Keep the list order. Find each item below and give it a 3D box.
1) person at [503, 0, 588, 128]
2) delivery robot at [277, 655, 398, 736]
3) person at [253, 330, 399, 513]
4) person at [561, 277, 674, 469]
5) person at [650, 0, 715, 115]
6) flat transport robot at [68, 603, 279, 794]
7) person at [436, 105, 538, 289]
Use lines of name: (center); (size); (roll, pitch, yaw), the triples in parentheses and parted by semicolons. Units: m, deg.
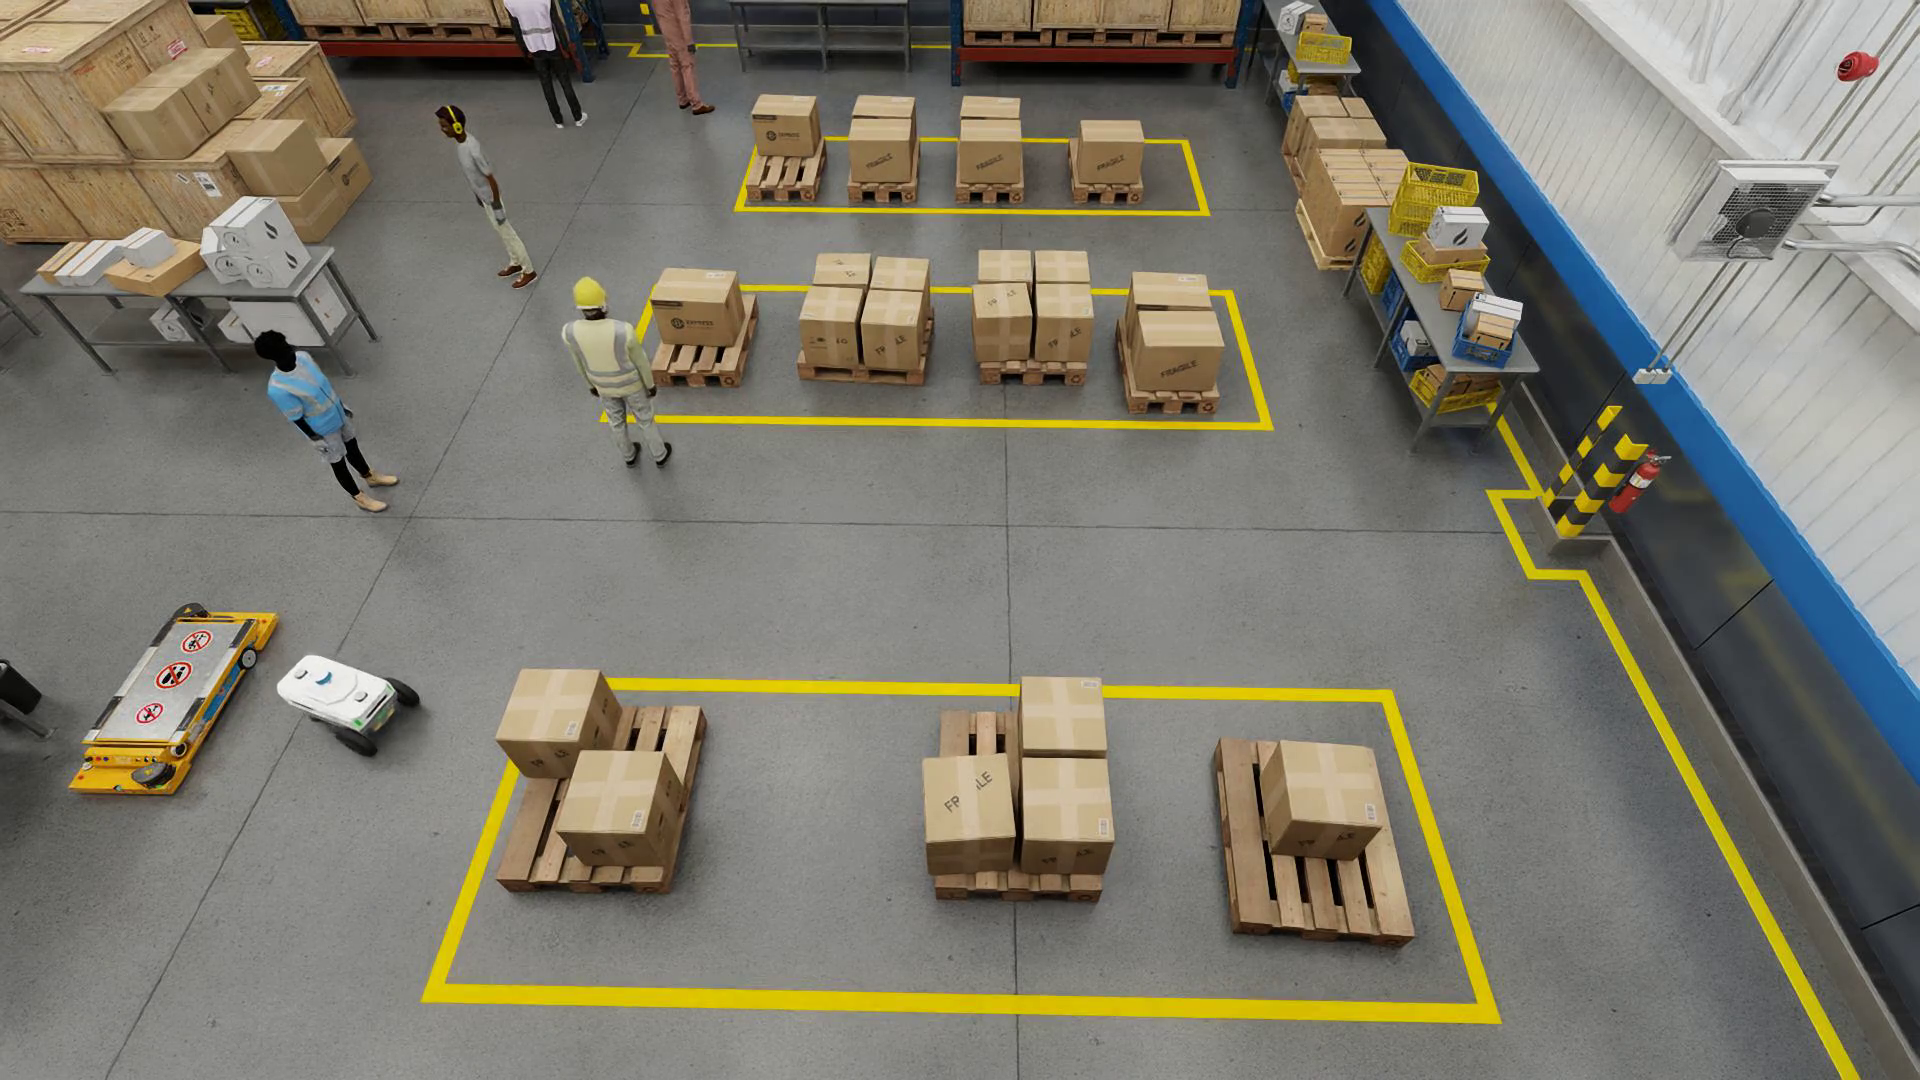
person: (-5.210, -6.170, 11.500); (0.598, 1.915, 0.375); (-9, 50, -8)
delivery robot: (-4.226, 1.040, 6.225); (0.707, 0.478, 0.477); (16, 52, 13)
person: (-4.985, -0.929, 7.207); (0.318, 1.697, 0.535); (-3, 50, -2)
person: (-2.773, -1.305, 7.445); (0.593, 1.827, 0.403); (1, 50, 1)
person: (-3.616, -6.514, 11.797); (0.643, 1.910, 0.399); (37, 59, 27)
flat transport robot: (-5.504, 1.072, 6.442); (0.652, 0.197, 1.431); (1, 50, 1)
person: (-4.746, -3.421, 9.203); (0.332, 1.874, 0.520); (-33, 57, -25)
